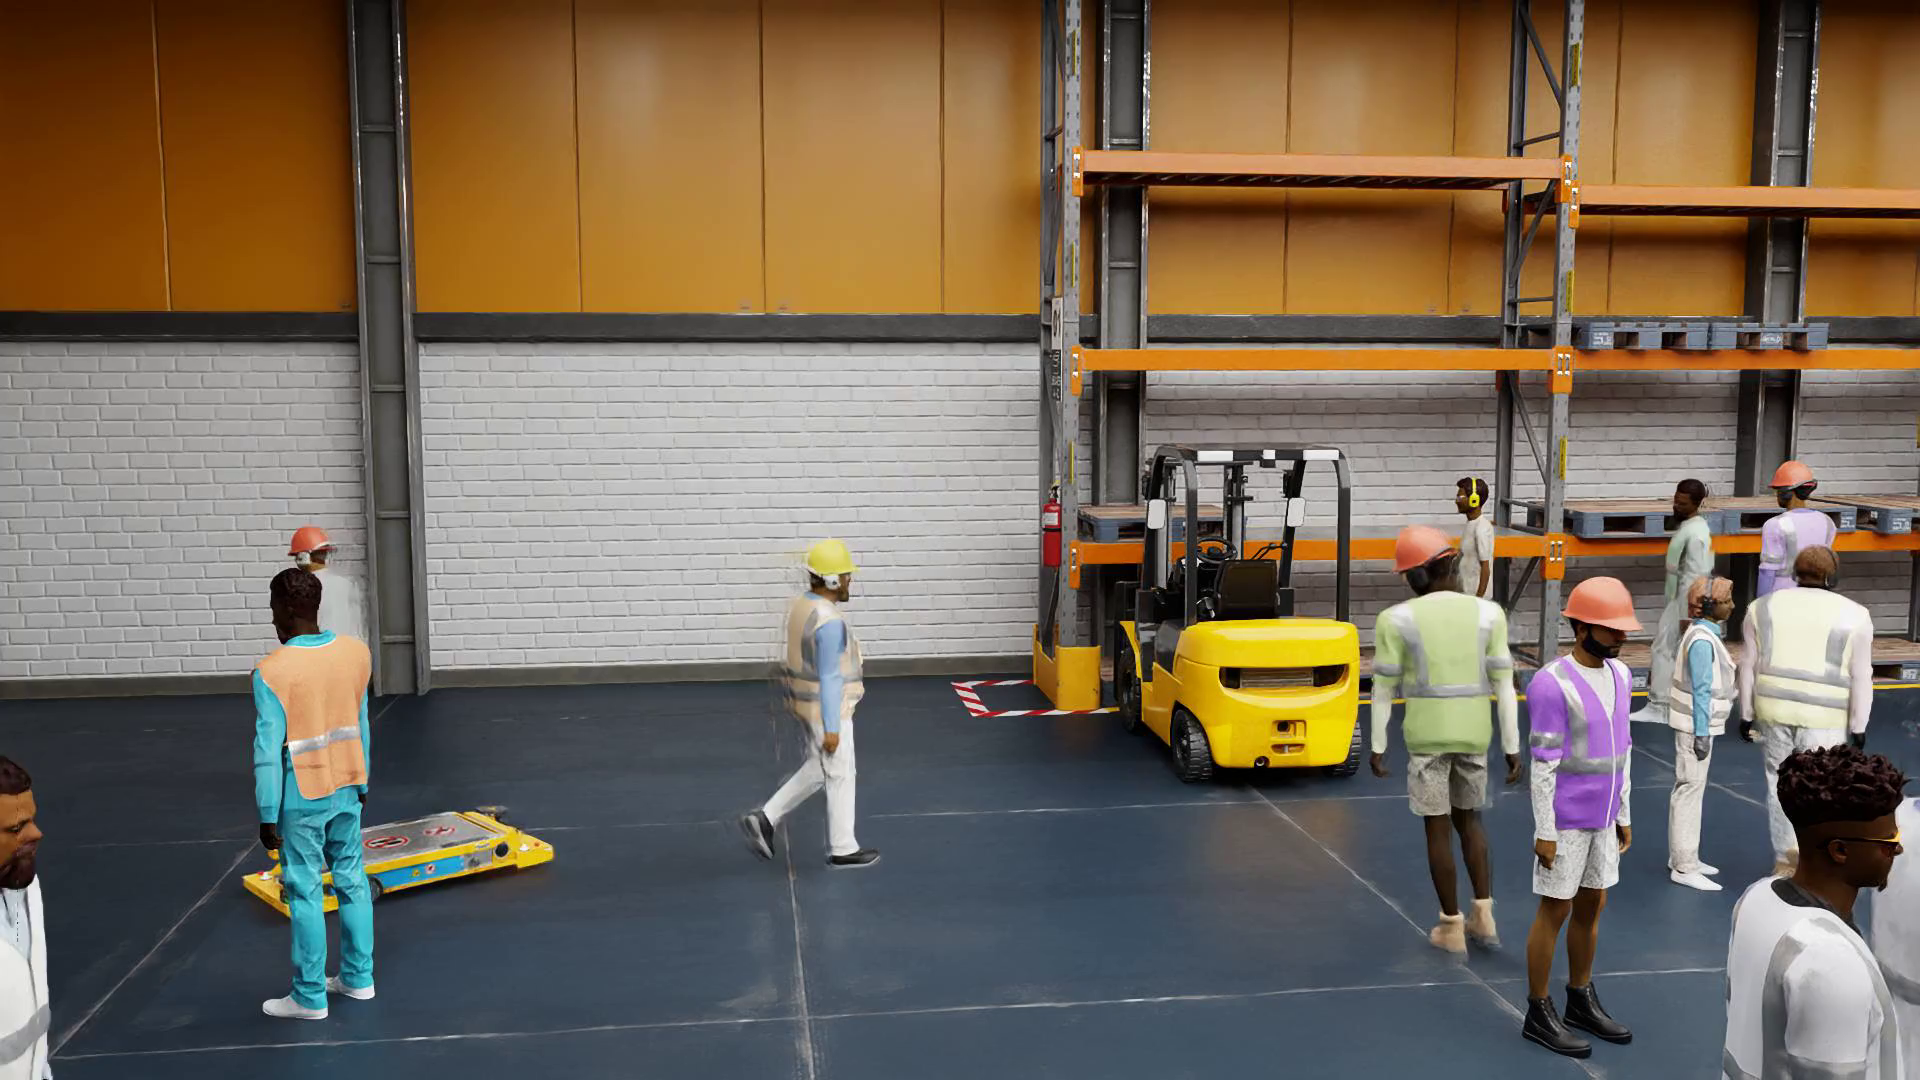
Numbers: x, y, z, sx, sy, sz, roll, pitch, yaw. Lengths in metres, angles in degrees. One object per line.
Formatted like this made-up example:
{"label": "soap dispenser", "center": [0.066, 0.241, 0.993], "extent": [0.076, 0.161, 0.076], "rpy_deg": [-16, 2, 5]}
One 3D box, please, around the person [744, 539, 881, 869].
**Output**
{"label": "person", "center": [-0.783, 0.897, 8.945], "extent": [0.654, 1.817, 0.603], "rpy_deg": [-3, 7, -24]}

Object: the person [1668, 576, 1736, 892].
{"label": "person", "center": [3.908, 1.002, 8.784], "extent": [0.315, 1.641, 0.514], "rpy_deg": [3, 7, 24]}

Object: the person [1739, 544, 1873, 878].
{"label": "person", "center": [4.388, 0.928, 8.693], "extent": [0.636, 1.818, 0.664], "rpy_deg": [6, 9, 41]}

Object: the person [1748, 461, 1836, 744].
{"label": "person", "center": [5.894, 0.457, 11.847], "extent": [0.606, 2.037, 0.387], "rpy_deg": [-2, 7, -20]}

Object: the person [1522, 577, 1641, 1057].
{"label": "person", "center": [2.517, 1.100, 6.683], "extent": [0.544, 1.930, 0.389], "rpy_deg": [-4, 8, -32]}

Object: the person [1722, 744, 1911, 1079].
{"label": "person", "center": [1.899, 1.418, 3.724], "extent": [0.367, 1.967, 0.603], "rpy_deg": [1, 7, 10]}

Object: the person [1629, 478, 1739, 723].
{"label": "person", "center": [5.410, 0.469, 12.436], "extent": [0.717, 1.873, 0.616], "rpy_deg": [3, 7, 24]}

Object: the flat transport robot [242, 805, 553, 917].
{"label": "flat transport robot", "center": [-2.963, 1.677, 8.817], "extent": [1.431, 0.197, 0.652], "rpy_deg": [-6, 9, -42]}

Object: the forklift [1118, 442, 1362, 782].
{"label": "forklift", "center": [1.912, 0.418, 11.496], "extent": [1.214, 2.155, 2.313], "rpy_deg": [-1, 7, -8]}

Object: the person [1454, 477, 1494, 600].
{"label": "person", "center": [3.850, 0.459, 12.550], "extent": [0.313, 1.869, 0.538], "rpy_deg": [1, 7, 9]}

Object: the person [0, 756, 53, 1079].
{"label": "person", "center": [-2.374, 1.428, 3.922], "extent": [0.600, 1.900, 0.616], "rpy_deg": [-1, 7, -10]}

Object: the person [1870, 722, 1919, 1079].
{"label": "person", "center": [2.436, 1.335, 4.206], "extent": [0.818, 2.024, 0.617], "rpy_deg": [0, 7, -3]}

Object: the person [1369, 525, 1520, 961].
{"label": "person", "center": [2.258, 0.936, 7.816], "extent": [0.641, 1.993, 0.595], "rpy_deg": [0, 7, -2]}

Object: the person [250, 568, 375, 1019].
{"label": "person", "center": [-2.727, 1.068, 7.049], "extent": [0.397, 1.911, 0.587], "rpy_deg": [3, 7, 25]}

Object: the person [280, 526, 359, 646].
{"label": "person", "center": [-4.004, 0.778, 10.370], "extent": [0.473, 1.726, 0.553], "rpy_deg": [1, 7, 6]}
